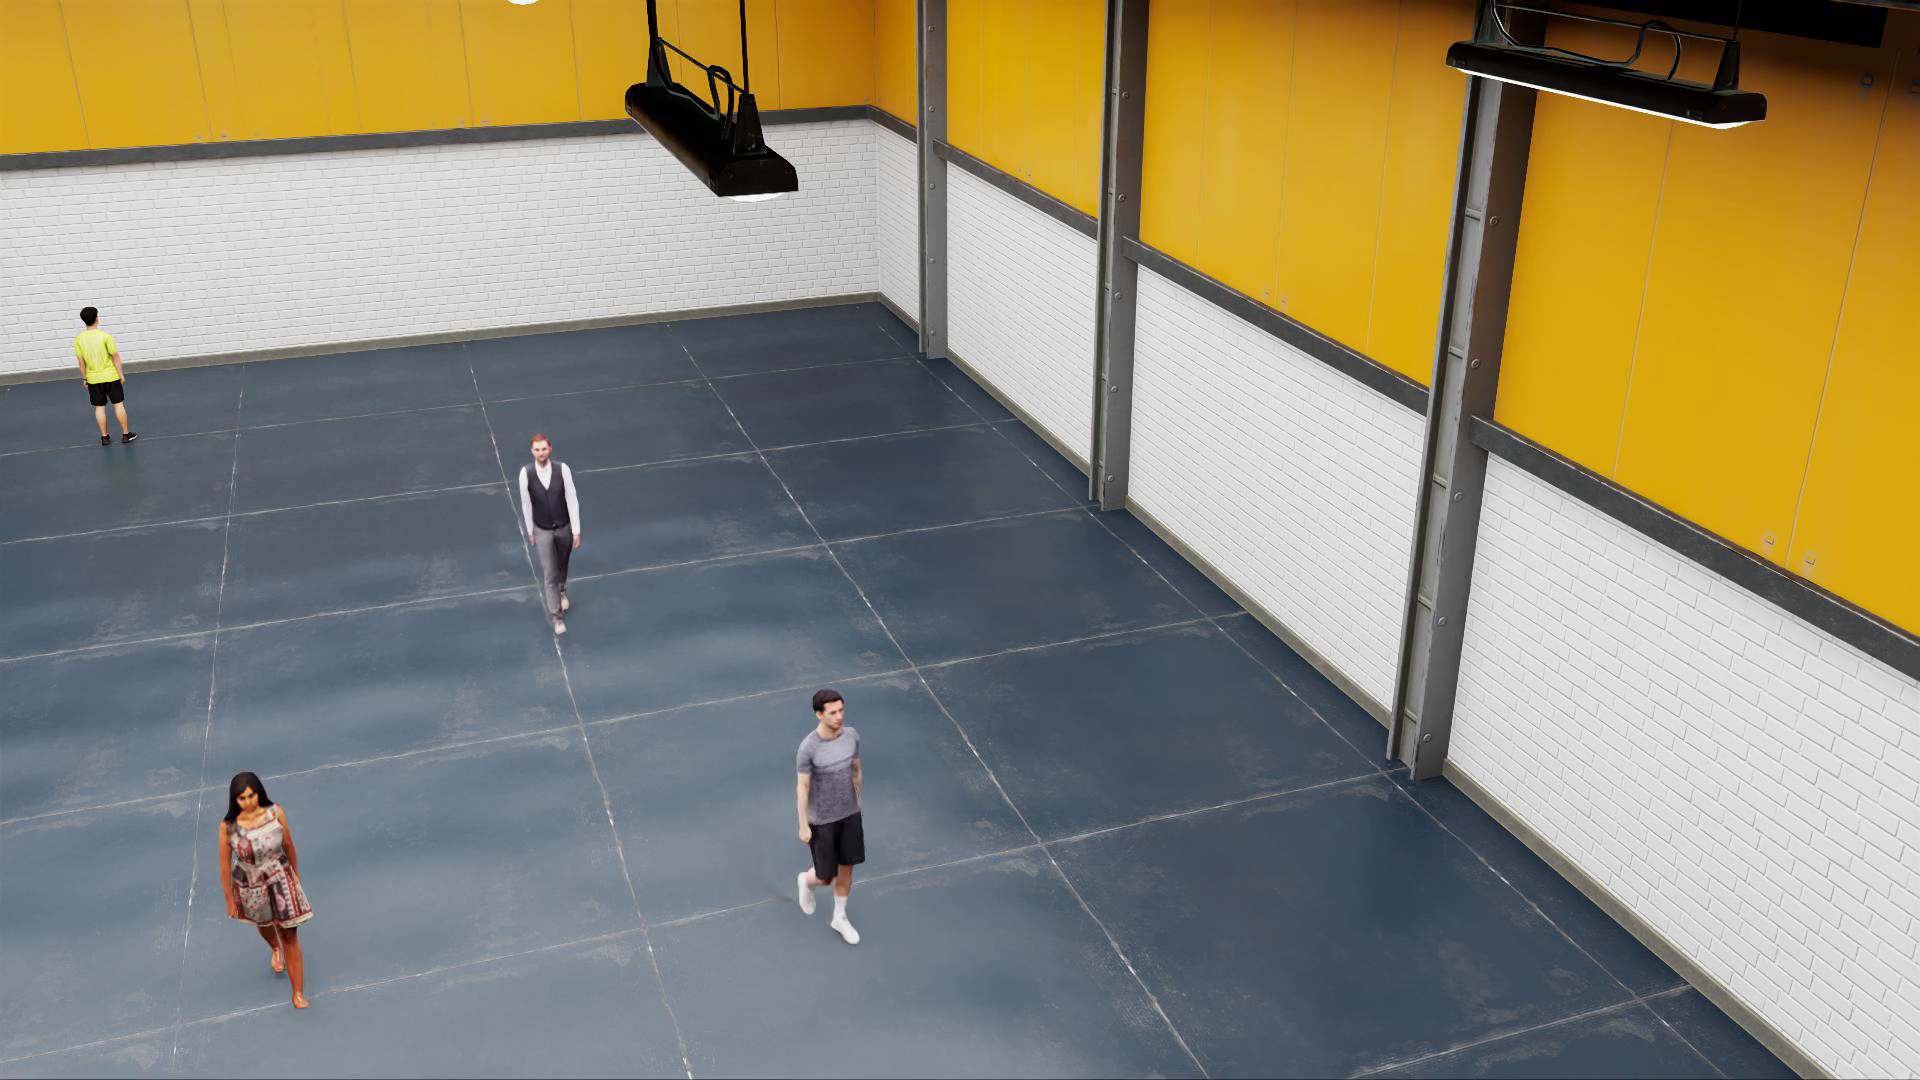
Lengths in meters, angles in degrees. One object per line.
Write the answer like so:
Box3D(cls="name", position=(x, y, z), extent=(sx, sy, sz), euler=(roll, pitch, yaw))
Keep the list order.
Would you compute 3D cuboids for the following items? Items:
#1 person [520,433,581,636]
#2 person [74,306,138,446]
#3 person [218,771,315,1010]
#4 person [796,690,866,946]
Box3D(cls="person", position=(-3.846, -0.123, 15.739), extent=(0.639, 1.875, 1.237), euler=(-8, 25, -18))
Box3D(cls="person", position=(-10.441, -2.005, 20.252), extent=(0.643, 1.708, 0.561), euler=(-5, 24, -12))
Box3D(cls="person", position=(-4.521, 2.194, 10.781), extent=(0.757, 1.600, 1.145), euler=(-12, 26, -26))
Box3D(cls="person", position=(-0.920, 1.828, 11.293), extent=(0.806, 1.861, 0.932), euler=(-16, 28, -33))
